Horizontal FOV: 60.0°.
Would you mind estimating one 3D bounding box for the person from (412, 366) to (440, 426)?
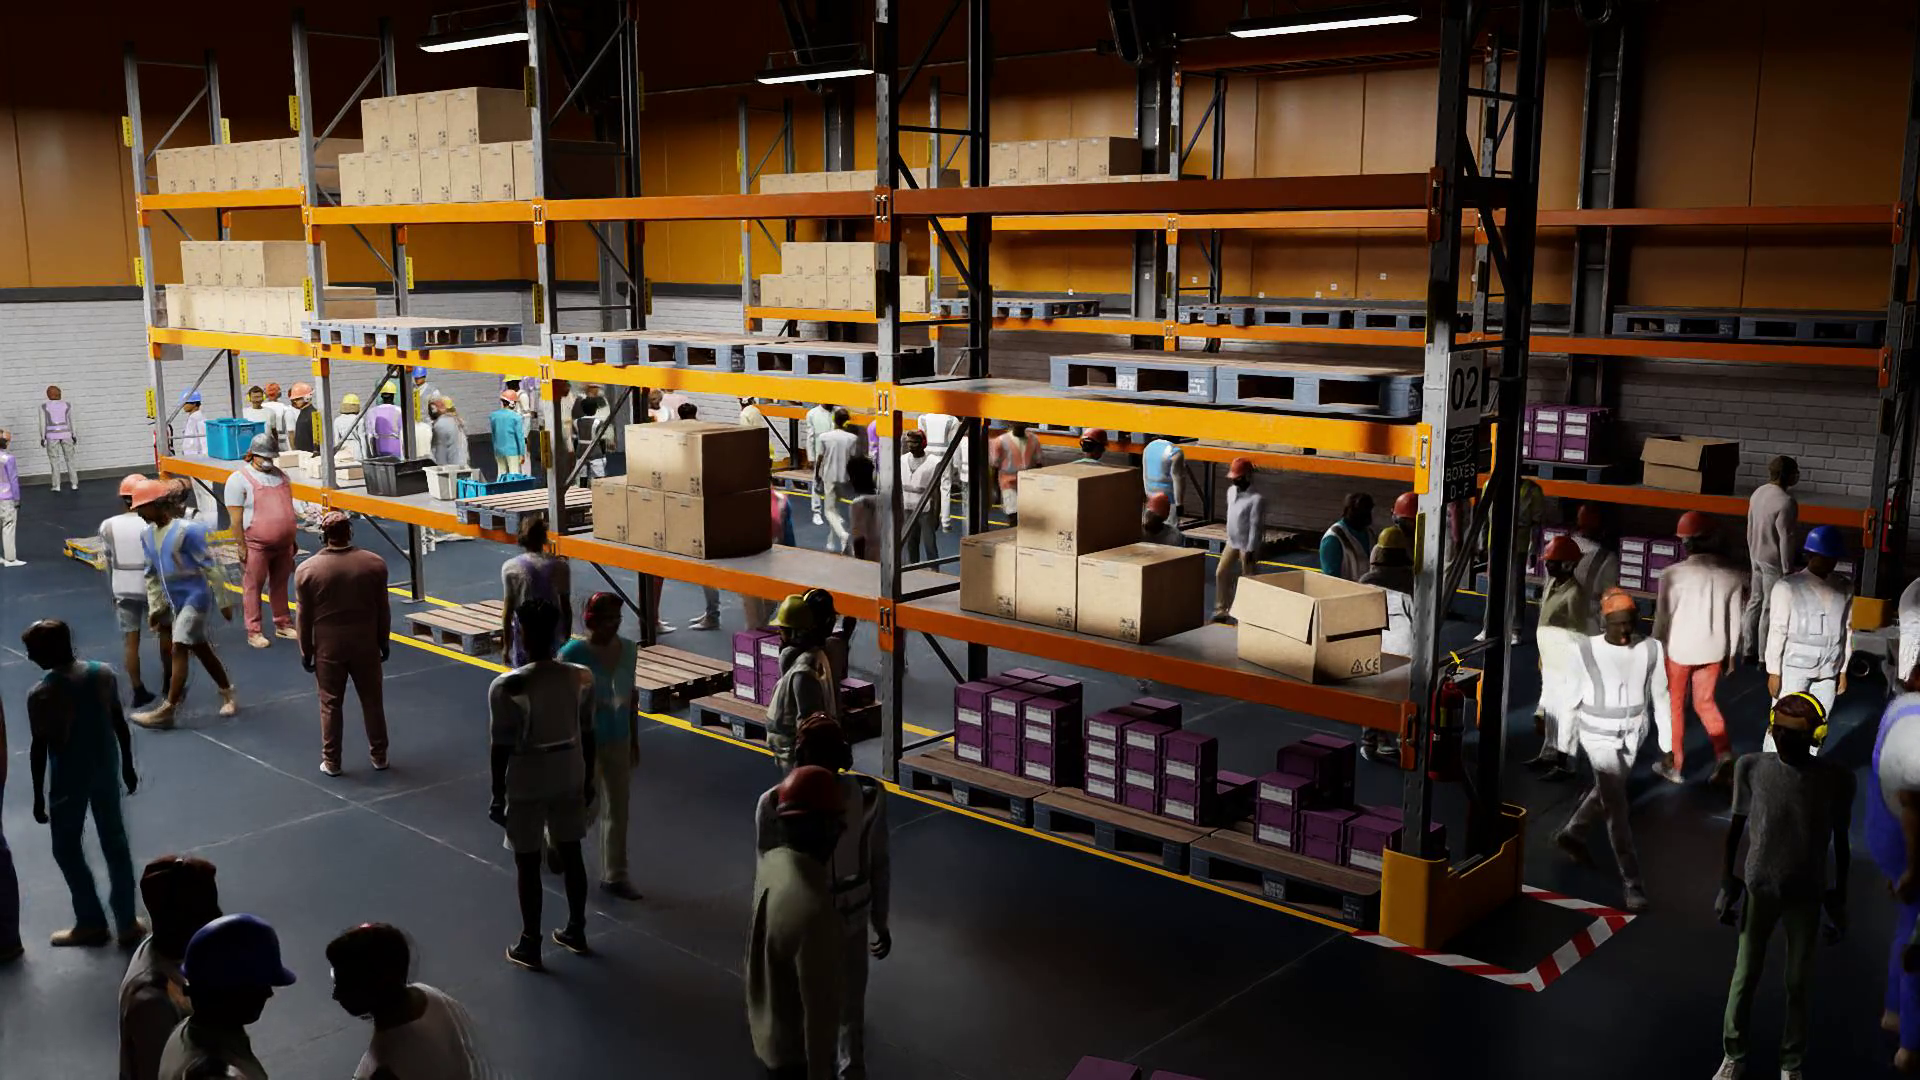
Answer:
[{"bbox_3d":[-8.436,-1.792,26.123,0.605,1.939,0.416,2,10,12],"label":"person"}]

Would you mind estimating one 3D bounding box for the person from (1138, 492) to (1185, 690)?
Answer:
[{"bbox_3d":[1.626,0.416,14.291,0.577,1.699,0.851,1,10,3],"label":"person"}]

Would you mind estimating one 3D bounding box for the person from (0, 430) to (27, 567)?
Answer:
[{"bbox_3d":[-11.290,-0.485,19.598,0.525,1.631,0.313,4,11,19],"label":"person"}]

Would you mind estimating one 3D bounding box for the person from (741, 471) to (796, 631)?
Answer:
[{"bbox_3d":[-1.855,0.196,15.246,0.646,1.816,0.724,-5,11,-27],"label":"person"}]

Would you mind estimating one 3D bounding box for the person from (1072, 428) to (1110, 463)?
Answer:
[{"bbox_3d":[1.309,-0.122,16.421,0.405,2.032,0.611,-9,14,-43],"label":"person"}]

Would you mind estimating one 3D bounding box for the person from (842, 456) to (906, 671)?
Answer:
[{"bbox_3d":[-0.858,0.203,14.877,0.963,1.911,0.624,8,13,37],"label":"person"}]

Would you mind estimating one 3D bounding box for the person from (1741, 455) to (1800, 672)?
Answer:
[{"bbox_3d":[7.238,0.207,14.809,0.357,1.938,0.638,0,10,-2],"label":"person"}]

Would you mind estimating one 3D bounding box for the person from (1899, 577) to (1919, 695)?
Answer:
[{"bbox_3d":[6.511,0.900,11.025,0.636,1.900,0.400,-4,11,-19],"label":"person"}]

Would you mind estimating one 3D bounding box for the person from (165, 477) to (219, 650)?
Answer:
[{"bbox_3d":[-7.227,0.237,15.482,0.513,1.641,0.309,2,10,9],"label":"person"}]

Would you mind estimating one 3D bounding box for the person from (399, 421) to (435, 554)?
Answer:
[{"bbox_3d":[-6.674,-0.778,20.437,0.378,1.917,0.598,2,10,10],"label":"person"}]

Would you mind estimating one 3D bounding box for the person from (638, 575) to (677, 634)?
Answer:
[{"bbox_3d":[-3.008,-0.022,16.205,0.396,1.908,0.599,-5,11,-28],"label":"person"}]

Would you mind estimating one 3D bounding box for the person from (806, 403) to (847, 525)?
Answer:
[{"bbox_3d":[-1.809,-1.165,22.664,0.591,1.909,0.386,-5,11,-26],"label":"person"}]

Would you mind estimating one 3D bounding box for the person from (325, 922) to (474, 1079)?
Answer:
[{"bbox_3d":[-1.539,2.000,5.029,0.627,1.817,0.583,0,10,-1],"label":"person"}]

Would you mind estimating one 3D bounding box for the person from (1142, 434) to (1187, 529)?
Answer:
[{"bbox_3d":[2.331,-0.451,18.813,0.430,1.841,0.624,-6,12,-31],"label":"person"}]

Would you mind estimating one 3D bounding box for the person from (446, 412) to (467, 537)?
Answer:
[{"bbox_3d":[-6.557,-0.850,21.670,0.282,1.625,0.507,1,10,5],"label":"person"}]

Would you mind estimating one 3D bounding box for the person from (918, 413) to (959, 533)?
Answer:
[{"bbox_3d":[-0.283,-1.029,21.989,0.568,1.878,0.351,2,10,14],"label":"person"}]

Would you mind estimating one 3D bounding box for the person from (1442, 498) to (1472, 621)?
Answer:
[{"bbox_3d":[4.963,-0.097,16.863,0.403,1.825,0.594,-1,10,-5],"label":"person"}]

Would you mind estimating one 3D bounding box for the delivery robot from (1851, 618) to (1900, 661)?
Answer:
[{"bbox_3d":[8.121,0.921,14.417,0.707,0.478,0.477,7,12,35],"label":"delivery robot"}]

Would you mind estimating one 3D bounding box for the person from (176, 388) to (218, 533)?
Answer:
[{"bbox_3d":[-9.894,-0.998,21.596,0.400,1.945,0.615,-8,13,-39],"label":"person"}]

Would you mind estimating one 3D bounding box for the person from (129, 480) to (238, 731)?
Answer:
[{"bbox_3d":[-6.127,0.497,13.112,0.649,1.972,0.887,7,12,34],"label":"person"}]

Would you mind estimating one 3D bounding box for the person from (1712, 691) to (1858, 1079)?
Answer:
[{"bbox_3d":[3.624,1.569,7.325,0.532,1.862,0.311,5,11,26],"label":"person"}]

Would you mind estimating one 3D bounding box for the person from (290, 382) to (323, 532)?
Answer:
[{"bbox_3d":[-8.635,-1.098,22.052,0.388,1.987,0.608,-8,13,-38],"label":"person"}]

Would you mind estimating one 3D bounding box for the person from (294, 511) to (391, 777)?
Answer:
[{"bbox_3d":[-4.414,0.739,11.934,0.643,1.901,0.397,-5,11,-26],"label":"person"}]

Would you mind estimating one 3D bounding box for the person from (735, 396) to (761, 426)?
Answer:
[{"bbox_3d":[-3.091,-1.366,24.263,0.367,1.743,0.569,3,10,16],"label":"person"}]

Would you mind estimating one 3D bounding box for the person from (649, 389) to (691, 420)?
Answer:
[{"bbox_3d":[-4.165,-1.403,23.913,0.632,1.940,0.372,-6,12,-31],"label":"person"}]

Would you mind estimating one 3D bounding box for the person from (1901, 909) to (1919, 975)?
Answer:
[{"bbox_3d":[4.051,1.660,6.661,0.621,1.914,0.549,-1,10,-6],"label":"person"}]

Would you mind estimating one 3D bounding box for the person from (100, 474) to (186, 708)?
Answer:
[{"bbox_3d":[-6.772,0.399,13.809,0.546,1.914,0.722,-1,10,-8],"label":"person"}]

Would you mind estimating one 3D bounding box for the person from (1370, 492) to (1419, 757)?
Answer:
[{"bbox_3d":[3.299,0.619,12.357,0.617,1.986,0.408,-6,12,-31],"label":"person"}]

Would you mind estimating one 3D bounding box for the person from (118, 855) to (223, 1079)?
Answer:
[{"bbox_3d":[-2.482,1.913,5.347,0.370,1.879,0.584,-3,10,-17],"label":"person"}]

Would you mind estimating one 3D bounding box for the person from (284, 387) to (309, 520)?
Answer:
[{"bbox_3d":[-9.158,-1.208,23.075,0.338,1.845,0.514,-1,10,-5],"label":"person"}]

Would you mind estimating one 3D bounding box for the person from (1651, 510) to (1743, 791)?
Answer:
[{"bbox_3d":[5.131,0.782,11.525,0.628,1.960,0.737,-1,10,-5],"label":"person"}]

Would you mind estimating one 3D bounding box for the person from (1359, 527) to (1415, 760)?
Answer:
[{"bbox_3d":[3.155,0.767,12.234,0.489,1.736,0.321,2,10,10],"label":"person"}]

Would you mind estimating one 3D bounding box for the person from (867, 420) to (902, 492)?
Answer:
[{"bbox_3d":[-0.919,-0.917,21.217,0.386,1.924,0.549,9,14,42],"label":"person"}]

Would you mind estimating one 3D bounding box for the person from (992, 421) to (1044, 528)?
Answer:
[{"bbox_3d":[0.734,-0.615,19.472,0.630,1.913,0.991,-5,11,-27],"label":"person"}]
